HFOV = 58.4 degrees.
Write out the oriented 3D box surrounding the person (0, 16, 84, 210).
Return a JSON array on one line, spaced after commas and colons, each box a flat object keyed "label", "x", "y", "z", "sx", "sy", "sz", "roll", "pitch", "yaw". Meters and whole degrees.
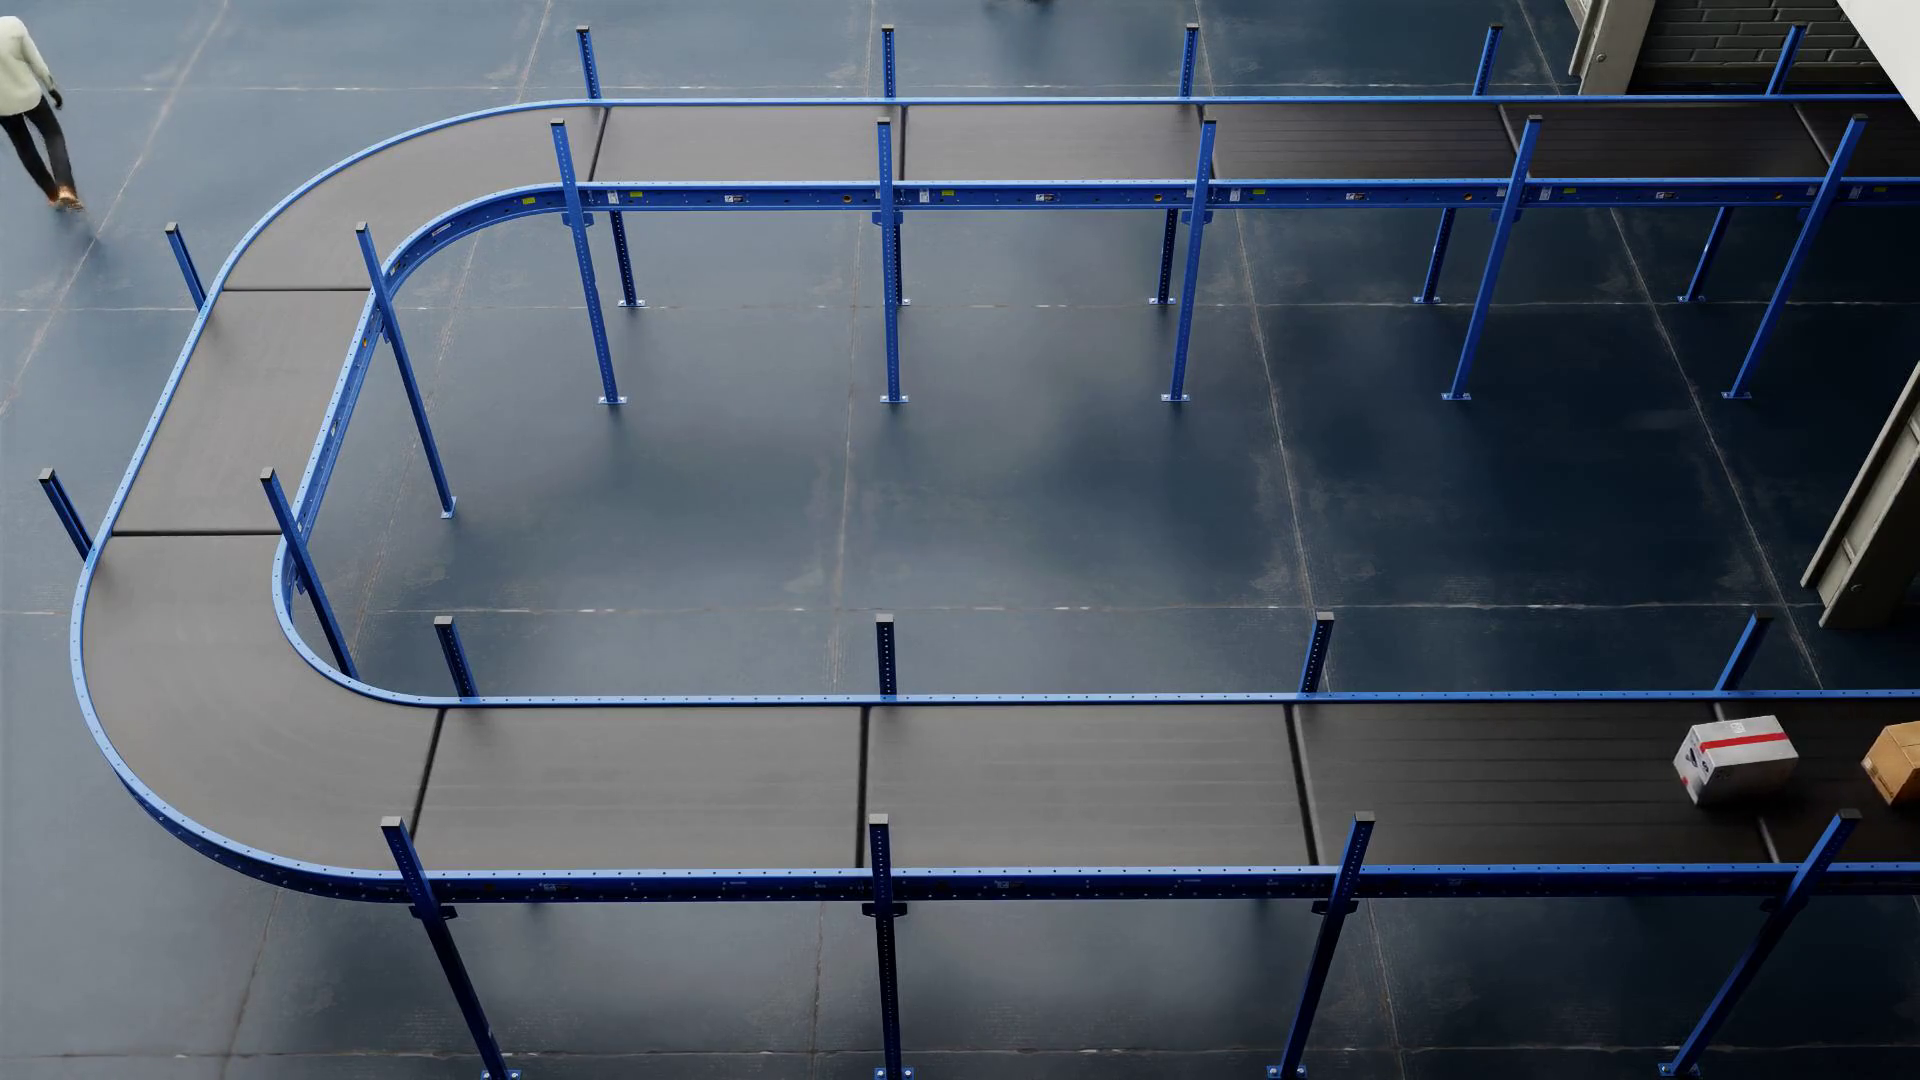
[{"label": "person", "x": -7.185, "y": -3.335, "z": 13.039, "sx": 0.639, "sy": 1.979, "sz": 0.606, "roll": -20, "pitch": 50, "yaw": -18}]
